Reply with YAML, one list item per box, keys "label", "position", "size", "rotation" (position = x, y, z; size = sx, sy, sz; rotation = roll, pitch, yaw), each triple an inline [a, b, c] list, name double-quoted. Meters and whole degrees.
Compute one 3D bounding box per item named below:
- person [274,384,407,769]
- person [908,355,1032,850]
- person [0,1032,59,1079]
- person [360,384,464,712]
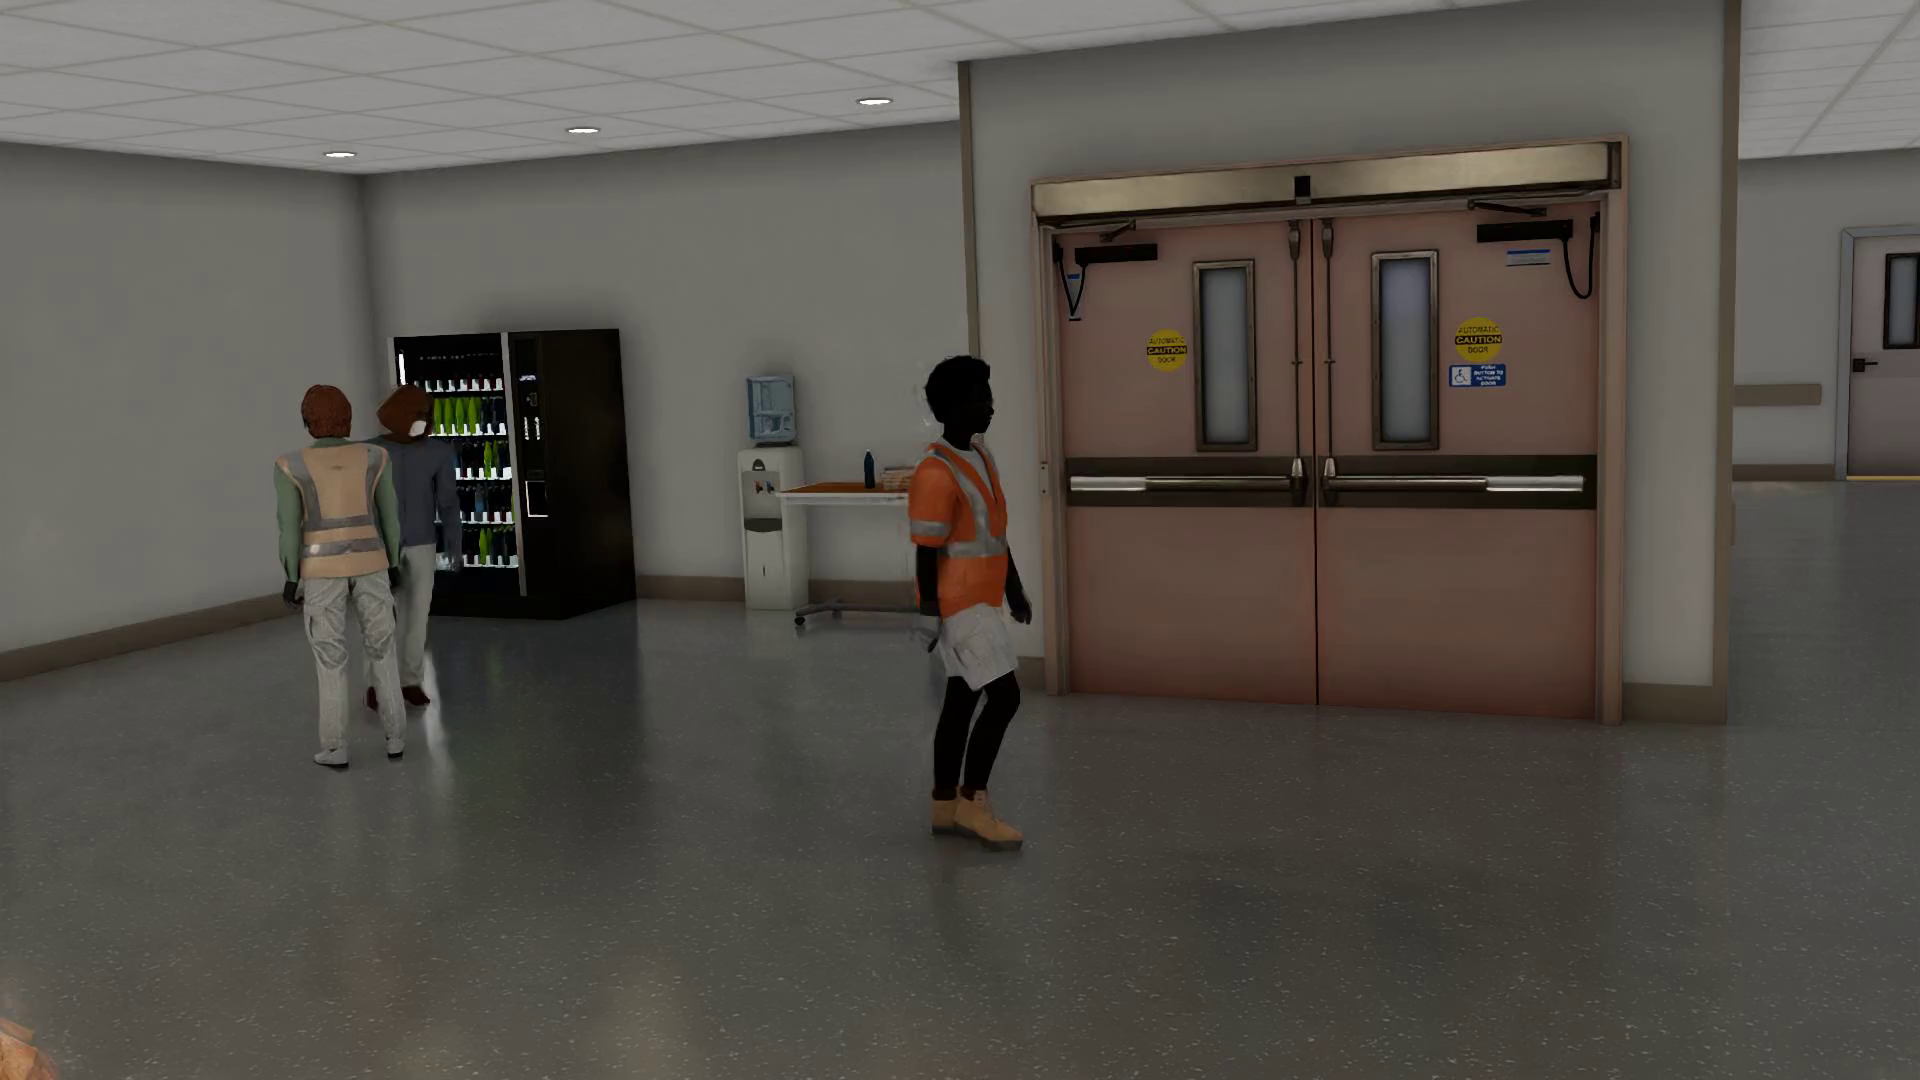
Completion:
- label: "person"
  position: [-2.644, 0.155, 7.133]
  size: [0.513, 1.642, 0.311]
  rotation: [-7, 9, -34]
- label: "person"
  position: [0.071, 0.214, 5.672]
  size: [0.498, 1.681, 0.539]
  rotation: [-1, 8, 13]
- label: "person"
  position: [-0.772, 0.879, 1.094]
  size: [0.589, 1.592, 0.777]
  rotation: [-6, 8, -28]
- label: "person"
  position: [-2.718, 0.039, 8.159]
  size: [0.528, 1.600, 0.436]
  rotation: [-7, 9, -32]
